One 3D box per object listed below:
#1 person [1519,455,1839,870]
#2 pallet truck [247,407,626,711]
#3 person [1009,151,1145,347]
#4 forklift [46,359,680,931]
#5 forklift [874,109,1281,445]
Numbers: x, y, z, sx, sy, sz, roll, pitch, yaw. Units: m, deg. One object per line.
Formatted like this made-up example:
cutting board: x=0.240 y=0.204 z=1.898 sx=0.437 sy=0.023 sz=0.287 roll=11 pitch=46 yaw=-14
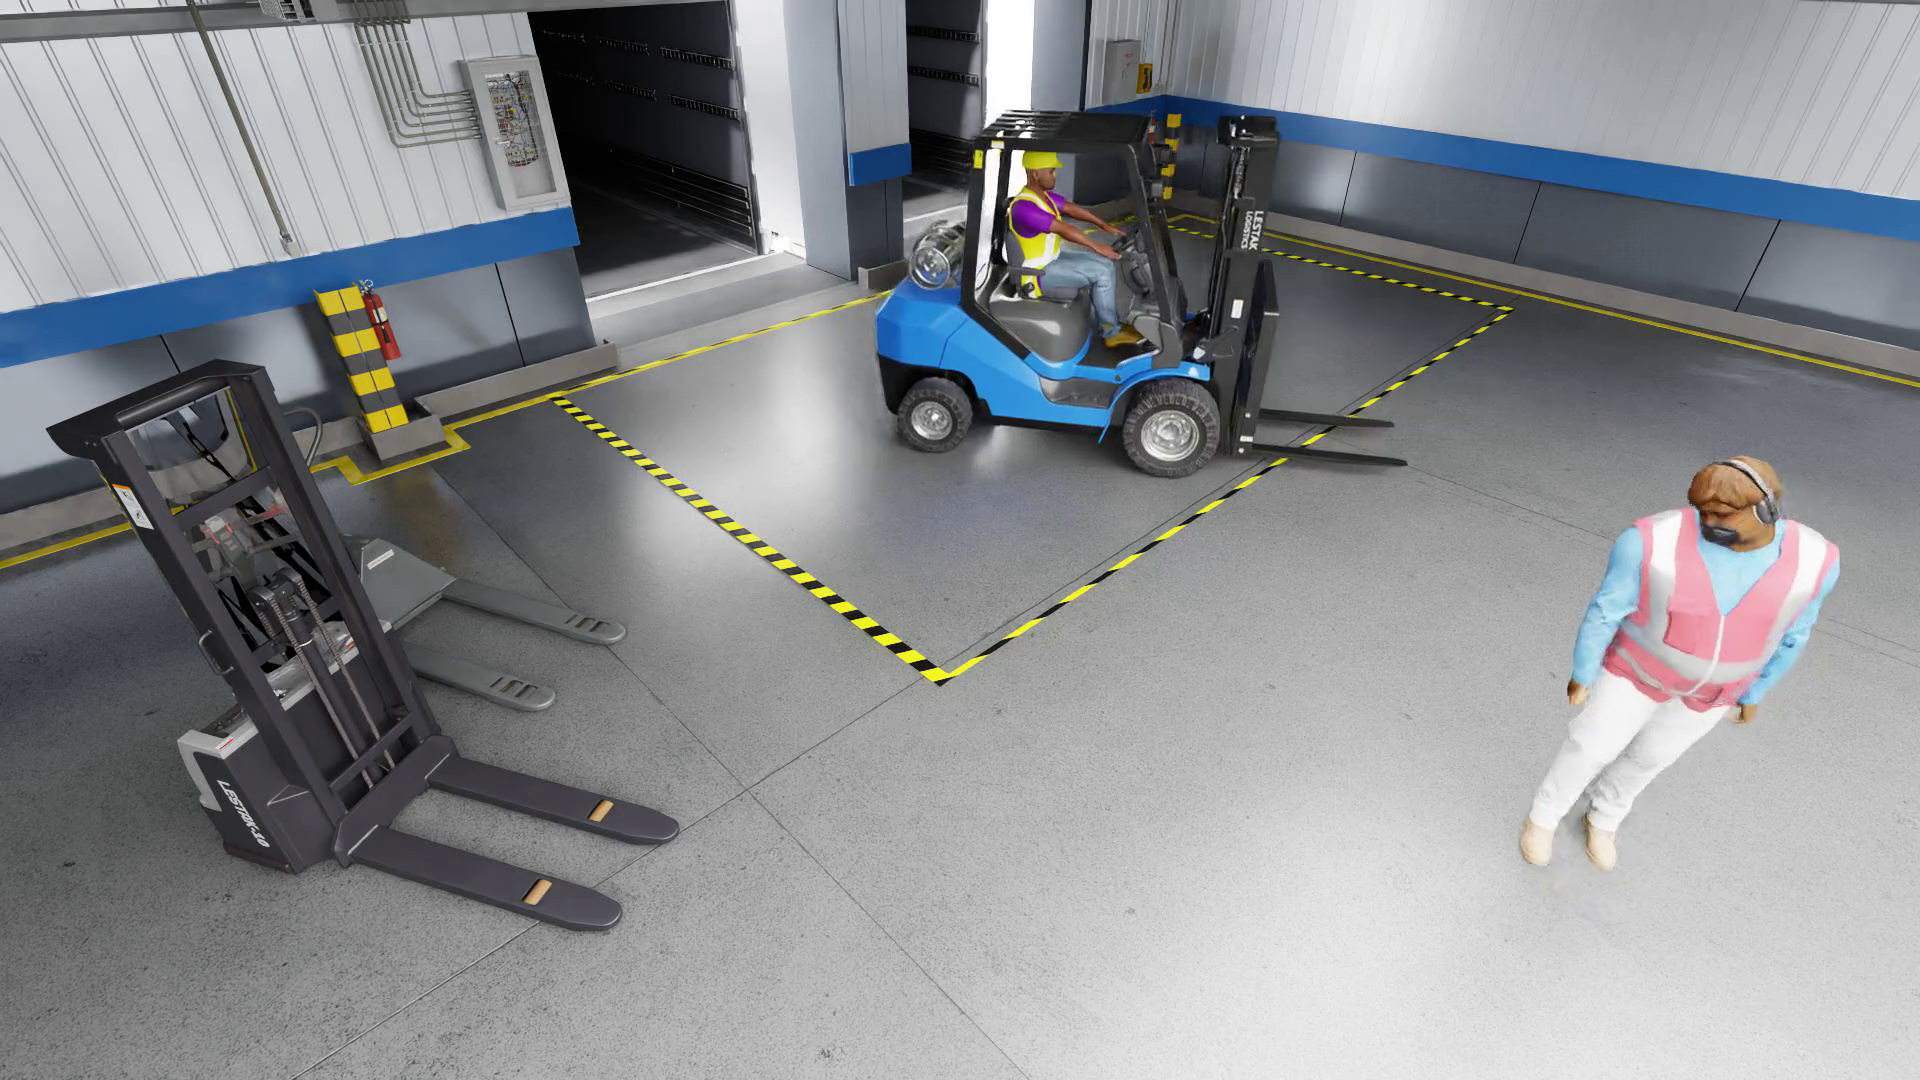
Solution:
person: x=2.598 y=0.523 z=3.383 sx=0.643 sy=1.810 sz=0.481 roll=11 pitch=36 yaw=16
pallet truck: x=-2.628 y=0.038 z=4.590 sx=1.601 sy=1.201 sz=0.680 roll=12 pitch=36 yaw=18
person: x=0.841 y=-1.981 z=6.239 sx=1.004 sy=1.294 sz=0.635 roll=8 pitch=35 yaw=11
forklift: x=-2.135 y=0.422 z=3.354 sx=1.885 sy=1.965 sz=0.823 roll=10 pitch=35 yaw=14
forklift: x=0.785 y=-1.838 z=6.361 sx=2.680 sy=2.036 sz=1.157 roll=8 pitch=35 yaw=11
